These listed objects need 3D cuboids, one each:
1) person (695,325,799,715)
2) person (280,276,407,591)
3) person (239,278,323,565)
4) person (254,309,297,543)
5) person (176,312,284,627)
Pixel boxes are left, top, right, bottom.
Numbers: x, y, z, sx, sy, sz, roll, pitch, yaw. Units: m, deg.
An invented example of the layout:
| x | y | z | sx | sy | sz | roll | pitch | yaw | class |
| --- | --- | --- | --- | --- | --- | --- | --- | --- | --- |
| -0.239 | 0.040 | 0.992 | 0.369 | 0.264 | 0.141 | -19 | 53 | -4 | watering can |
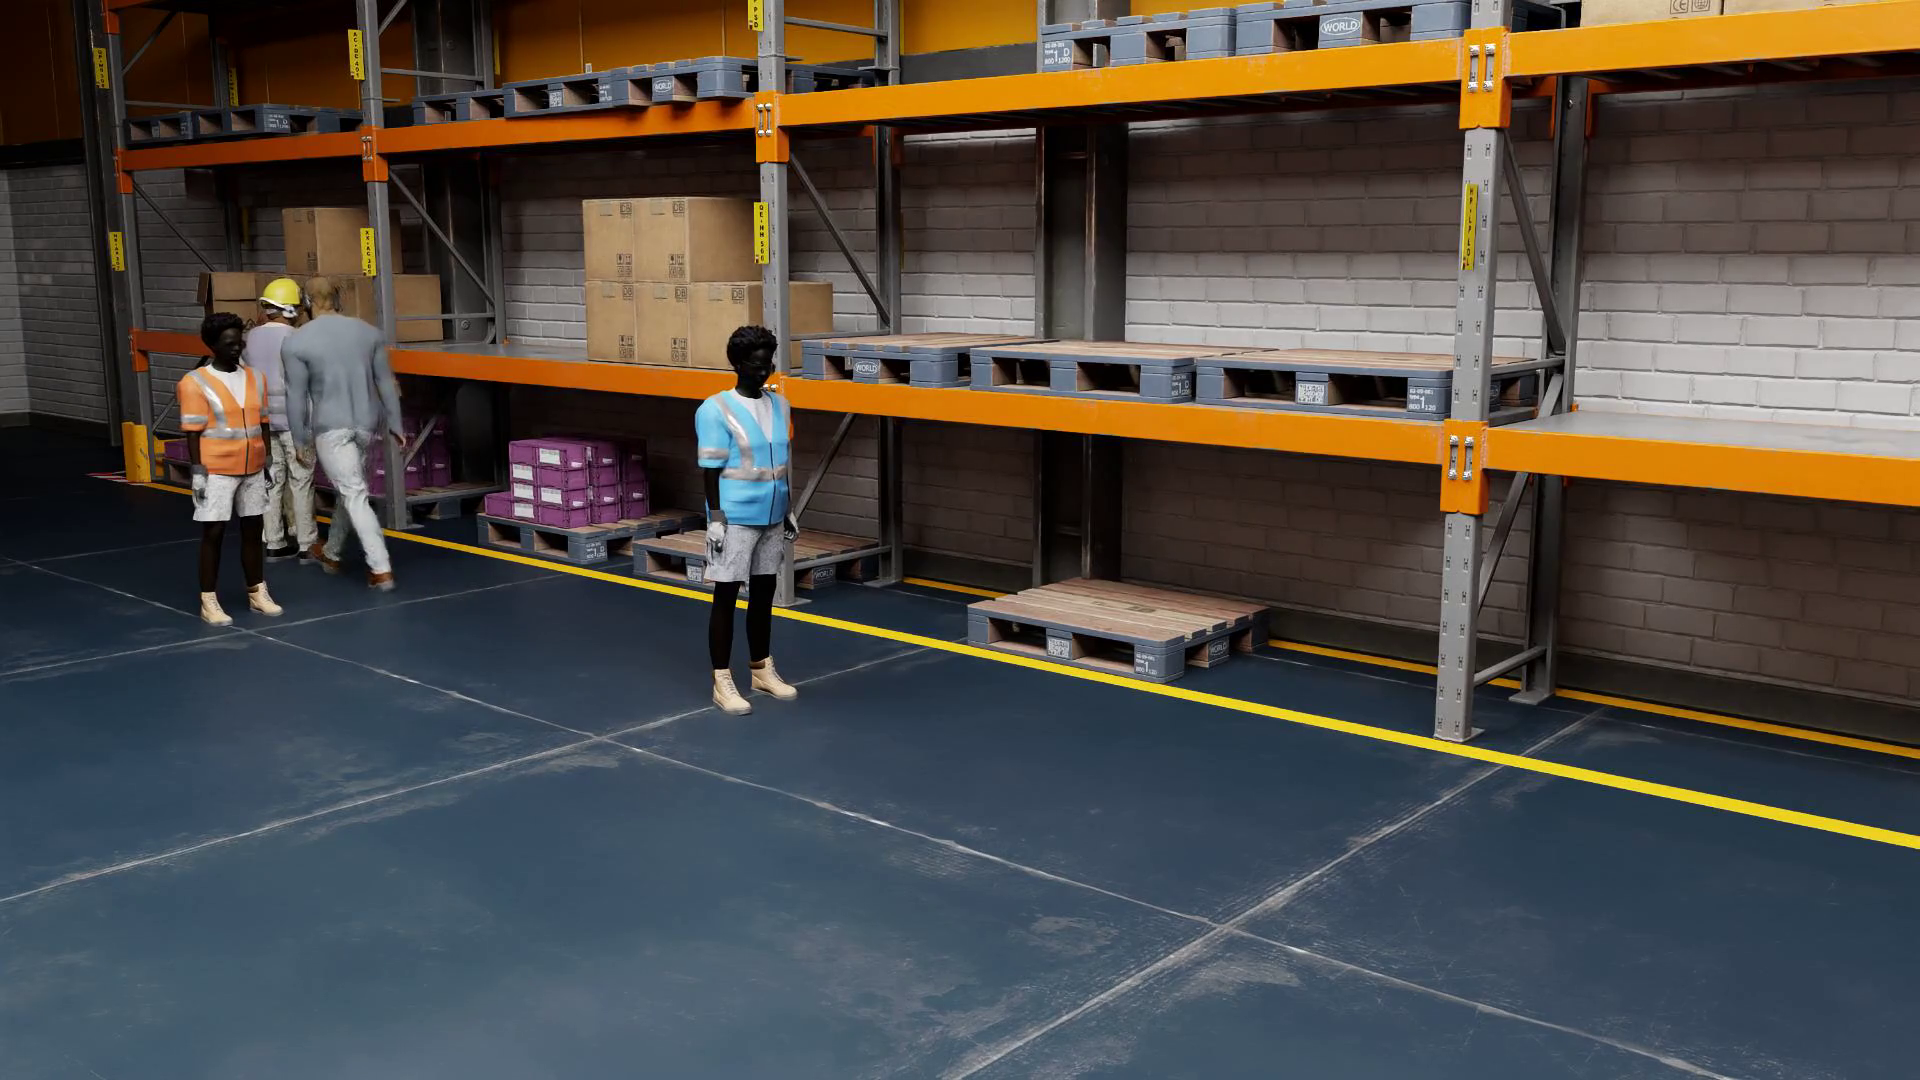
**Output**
| x | y | z | sx | sy | sz | roll | pitch | yaw | class |
| --- | --- | --- | --- | --- | --- | --- | --- | --- | --- |
| -0.922 | -0.095 | 7.311 | 0.320 | 1.692 | 0.532 | 8 | 13 | 38 | person |
| -3.701 | -0.646 | 9.989 | 1.062 | 1.853 | 0.699 | 8 | 13 | 38 | person |
| -4.311 | -0.756 | 10.686 | 0.597 | 1.828 | 0.403 | 4 | 11 | 21 | person |
| -4.717 | -0.796 | 11.495 | 0.277 | 1.629 | 0.497 | 7 | 12 | 34 | person |
| -3.934 | -0.381 | 8.966 | 0.320 | 1.687 | 0.533 | 6 | 12 | 30 | person |
